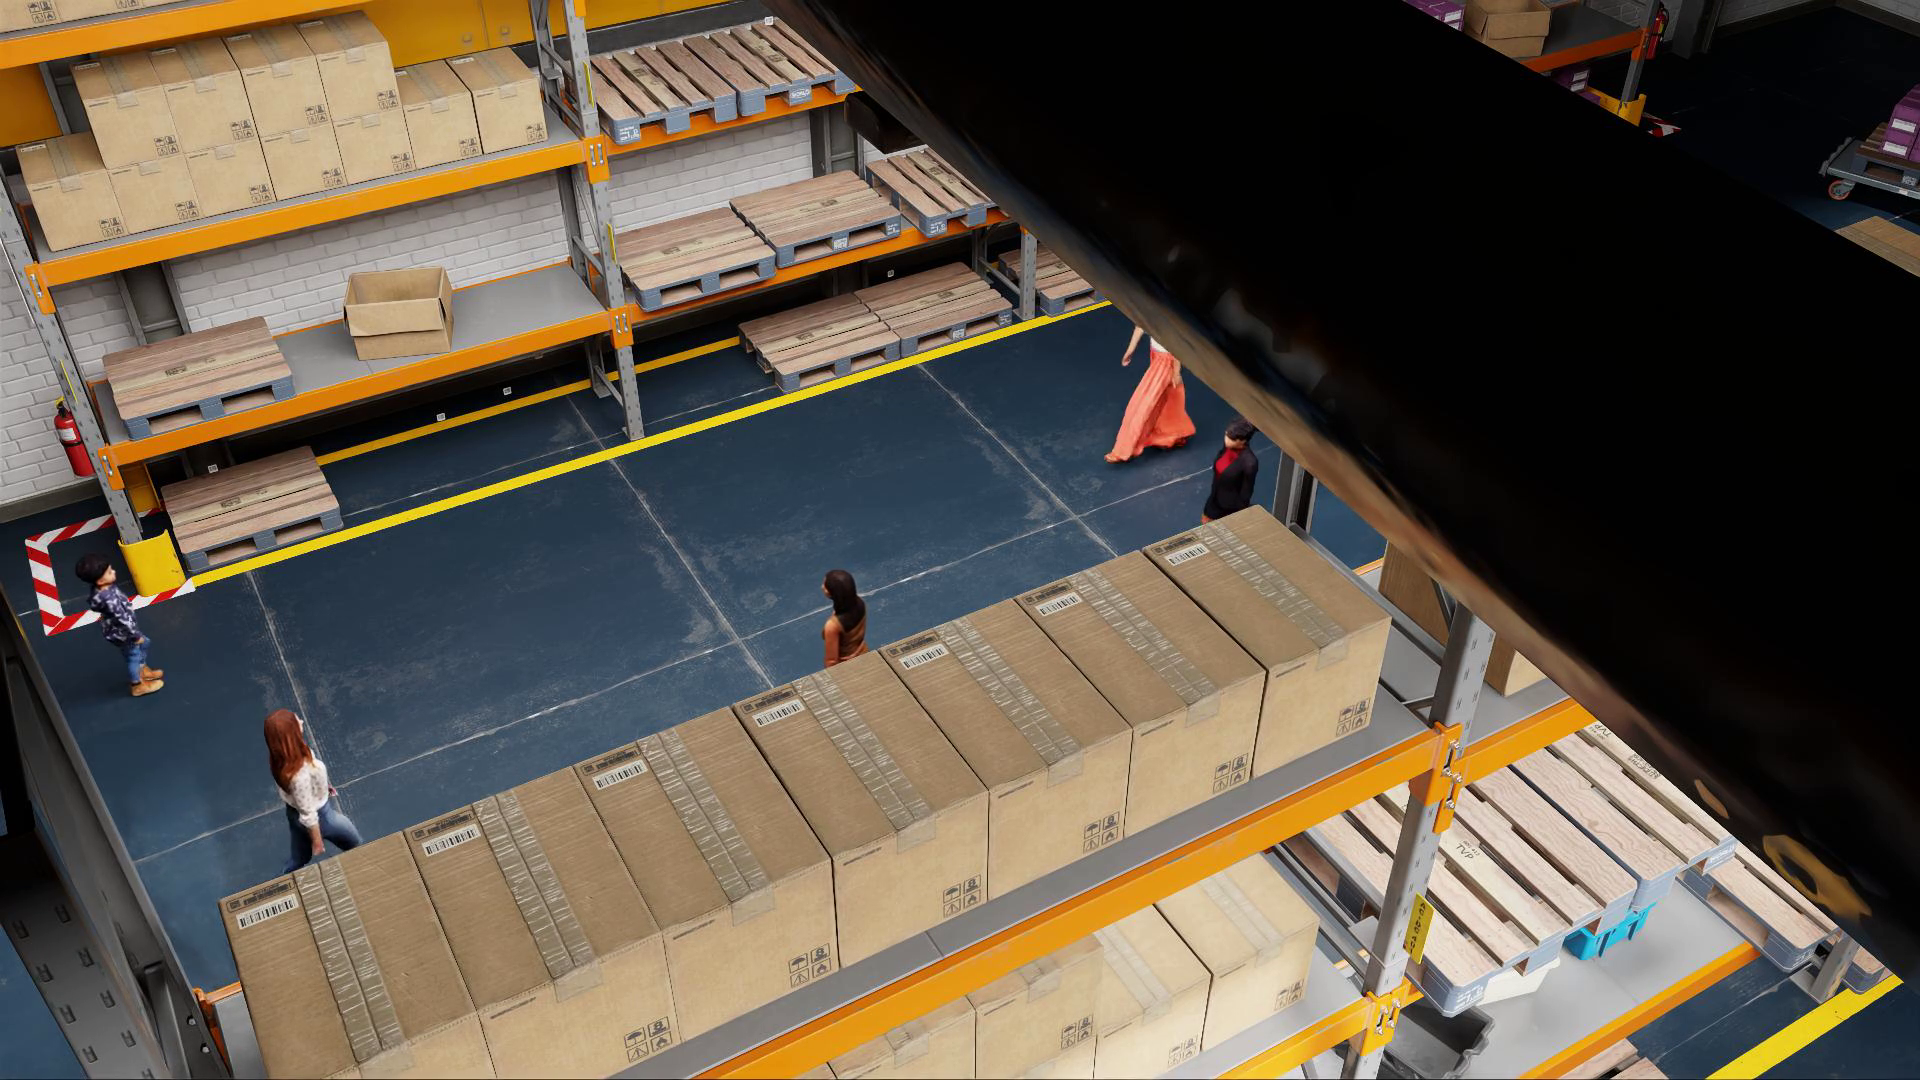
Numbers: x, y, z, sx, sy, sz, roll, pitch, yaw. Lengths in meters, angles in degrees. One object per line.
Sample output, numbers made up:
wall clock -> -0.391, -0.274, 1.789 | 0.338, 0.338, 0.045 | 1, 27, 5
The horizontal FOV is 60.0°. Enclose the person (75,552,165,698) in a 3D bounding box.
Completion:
person -> -5.903, 0.608, 11.588 | 0.494, 1.239, 0.507 | -22, 44, -25

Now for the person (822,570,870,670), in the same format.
person -> -0.731, 0.860, 10.916 | 0.702, 1.683, 0.611 | 17, 41, 20

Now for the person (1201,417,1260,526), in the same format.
person -> 2.060, -0.240, 12.343 | 0.860, 1.622, 0.641 | -15, 41, -18

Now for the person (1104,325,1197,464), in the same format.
person -> 1.761, -1.467, 13.763 | 1.165, 1.768, 0.771 | -12, 40, -14

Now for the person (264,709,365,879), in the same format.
person -> -3.939, 1.683, 9.876 | 1.181, 1.695, 0.750 | -29, 47, -31
